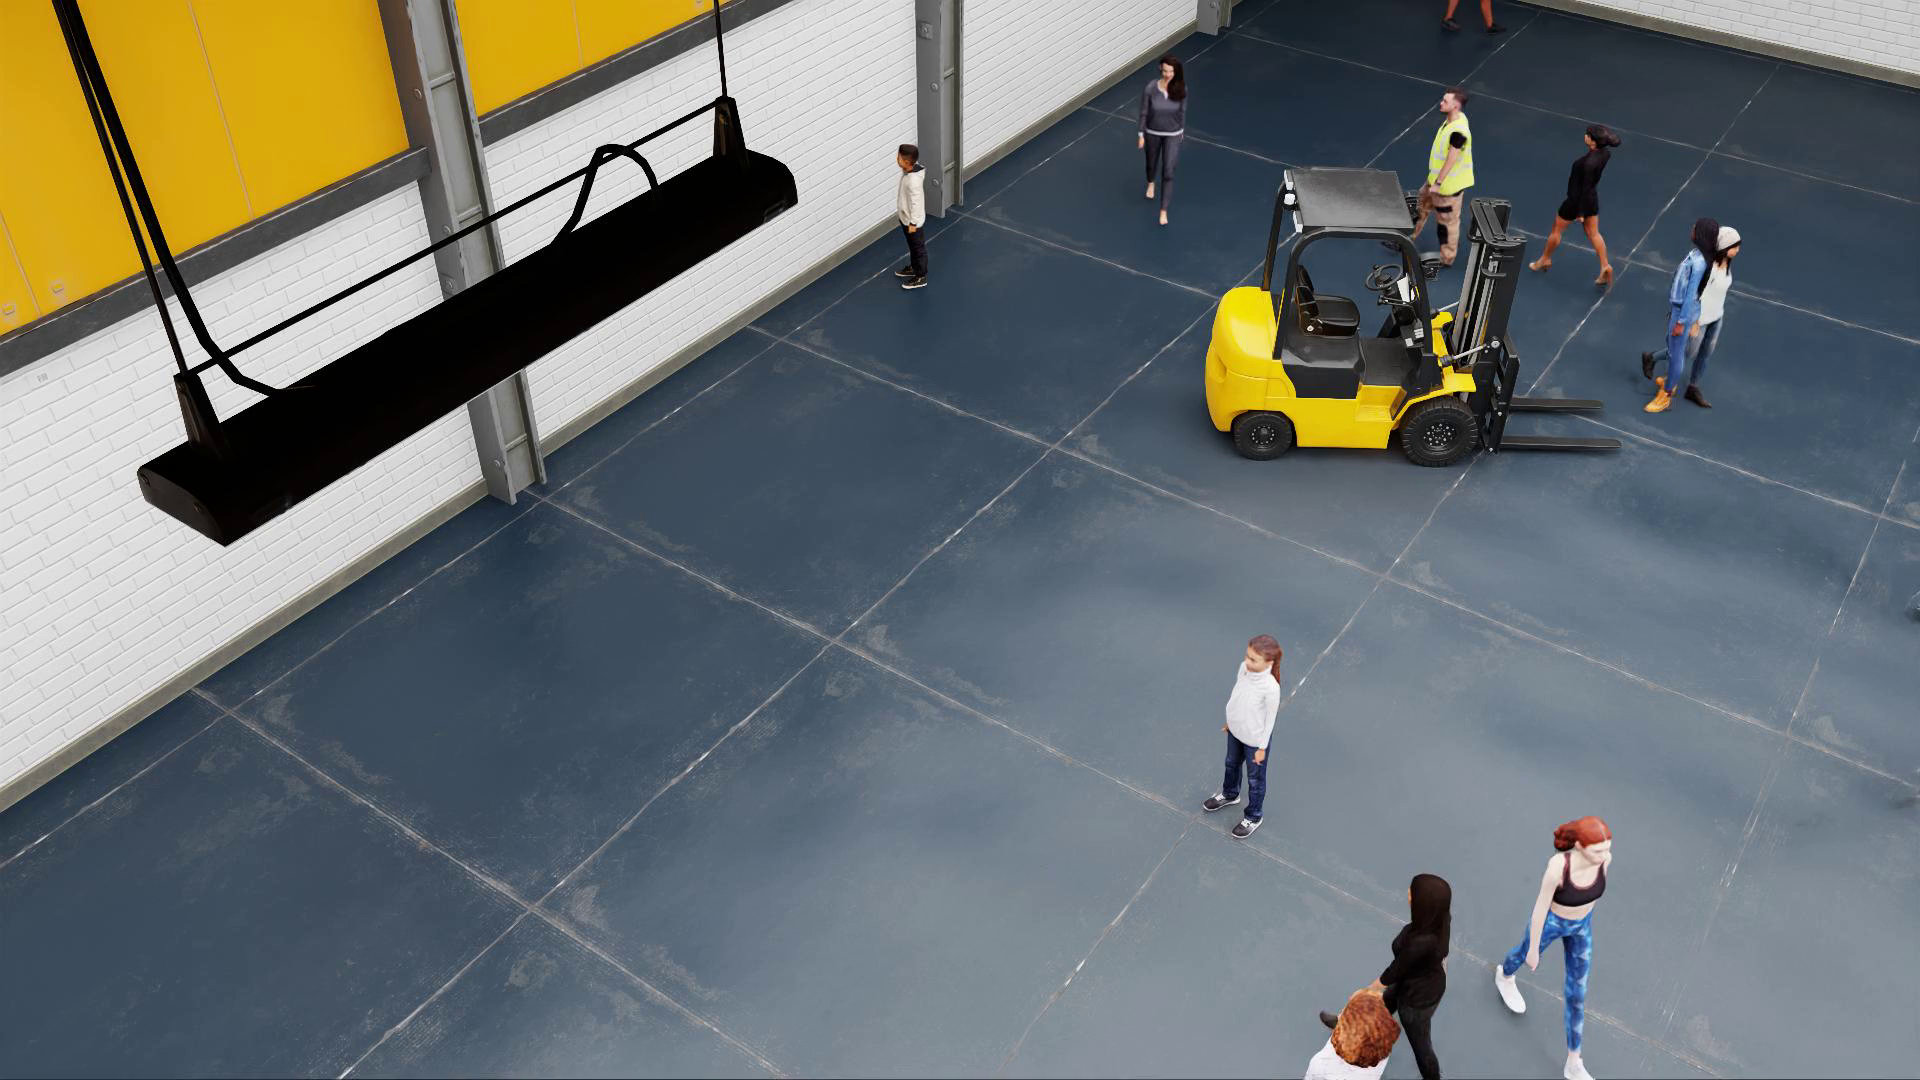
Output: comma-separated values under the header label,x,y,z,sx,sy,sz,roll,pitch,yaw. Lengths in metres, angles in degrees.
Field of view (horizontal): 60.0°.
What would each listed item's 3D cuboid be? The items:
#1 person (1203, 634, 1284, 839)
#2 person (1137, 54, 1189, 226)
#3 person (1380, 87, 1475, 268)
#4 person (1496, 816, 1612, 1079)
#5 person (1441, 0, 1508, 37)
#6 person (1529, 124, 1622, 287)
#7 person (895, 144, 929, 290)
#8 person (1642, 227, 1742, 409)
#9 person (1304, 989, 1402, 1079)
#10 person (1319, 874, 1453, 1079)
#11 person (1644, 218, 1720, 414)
label,x,y,z,sx,sy,sz,roll,pitch,yaw
person,1.821,1.185,10.378,0.626,1.559,0.603,-22,44,-25
person,2.061,-4.158,16.939,0.976,1.720,1.177,3,39,4
person,4.742,-3.461,15.987,1.038,1.820,1.060,3,39,4
person,3.216,2.086,9.104,1.144,1.741,1.145,-10,40,-12
person,6.348,-7.167,20.685,1.088,1.749,0.852,-26,45,-29
person,5.971,-3.128,15.745,1.018,1.602,0.762,-29,47,-31
person,-0.447,-3.099,15.829,0.694,1.451,0.649,-9,40,-11
person,6.298,-1.940,14.236,0.928,1.628,0.790,-28,46,-30
person,1.954,2.873,8.158,0.770,1.693,0.905,31,48,33
person,2.494,2.434,8.774,0.681,1.609,0.958,20,43,23
person,6.155,-1.888,14.114,0.828,1.699,0.529,6,39,8
